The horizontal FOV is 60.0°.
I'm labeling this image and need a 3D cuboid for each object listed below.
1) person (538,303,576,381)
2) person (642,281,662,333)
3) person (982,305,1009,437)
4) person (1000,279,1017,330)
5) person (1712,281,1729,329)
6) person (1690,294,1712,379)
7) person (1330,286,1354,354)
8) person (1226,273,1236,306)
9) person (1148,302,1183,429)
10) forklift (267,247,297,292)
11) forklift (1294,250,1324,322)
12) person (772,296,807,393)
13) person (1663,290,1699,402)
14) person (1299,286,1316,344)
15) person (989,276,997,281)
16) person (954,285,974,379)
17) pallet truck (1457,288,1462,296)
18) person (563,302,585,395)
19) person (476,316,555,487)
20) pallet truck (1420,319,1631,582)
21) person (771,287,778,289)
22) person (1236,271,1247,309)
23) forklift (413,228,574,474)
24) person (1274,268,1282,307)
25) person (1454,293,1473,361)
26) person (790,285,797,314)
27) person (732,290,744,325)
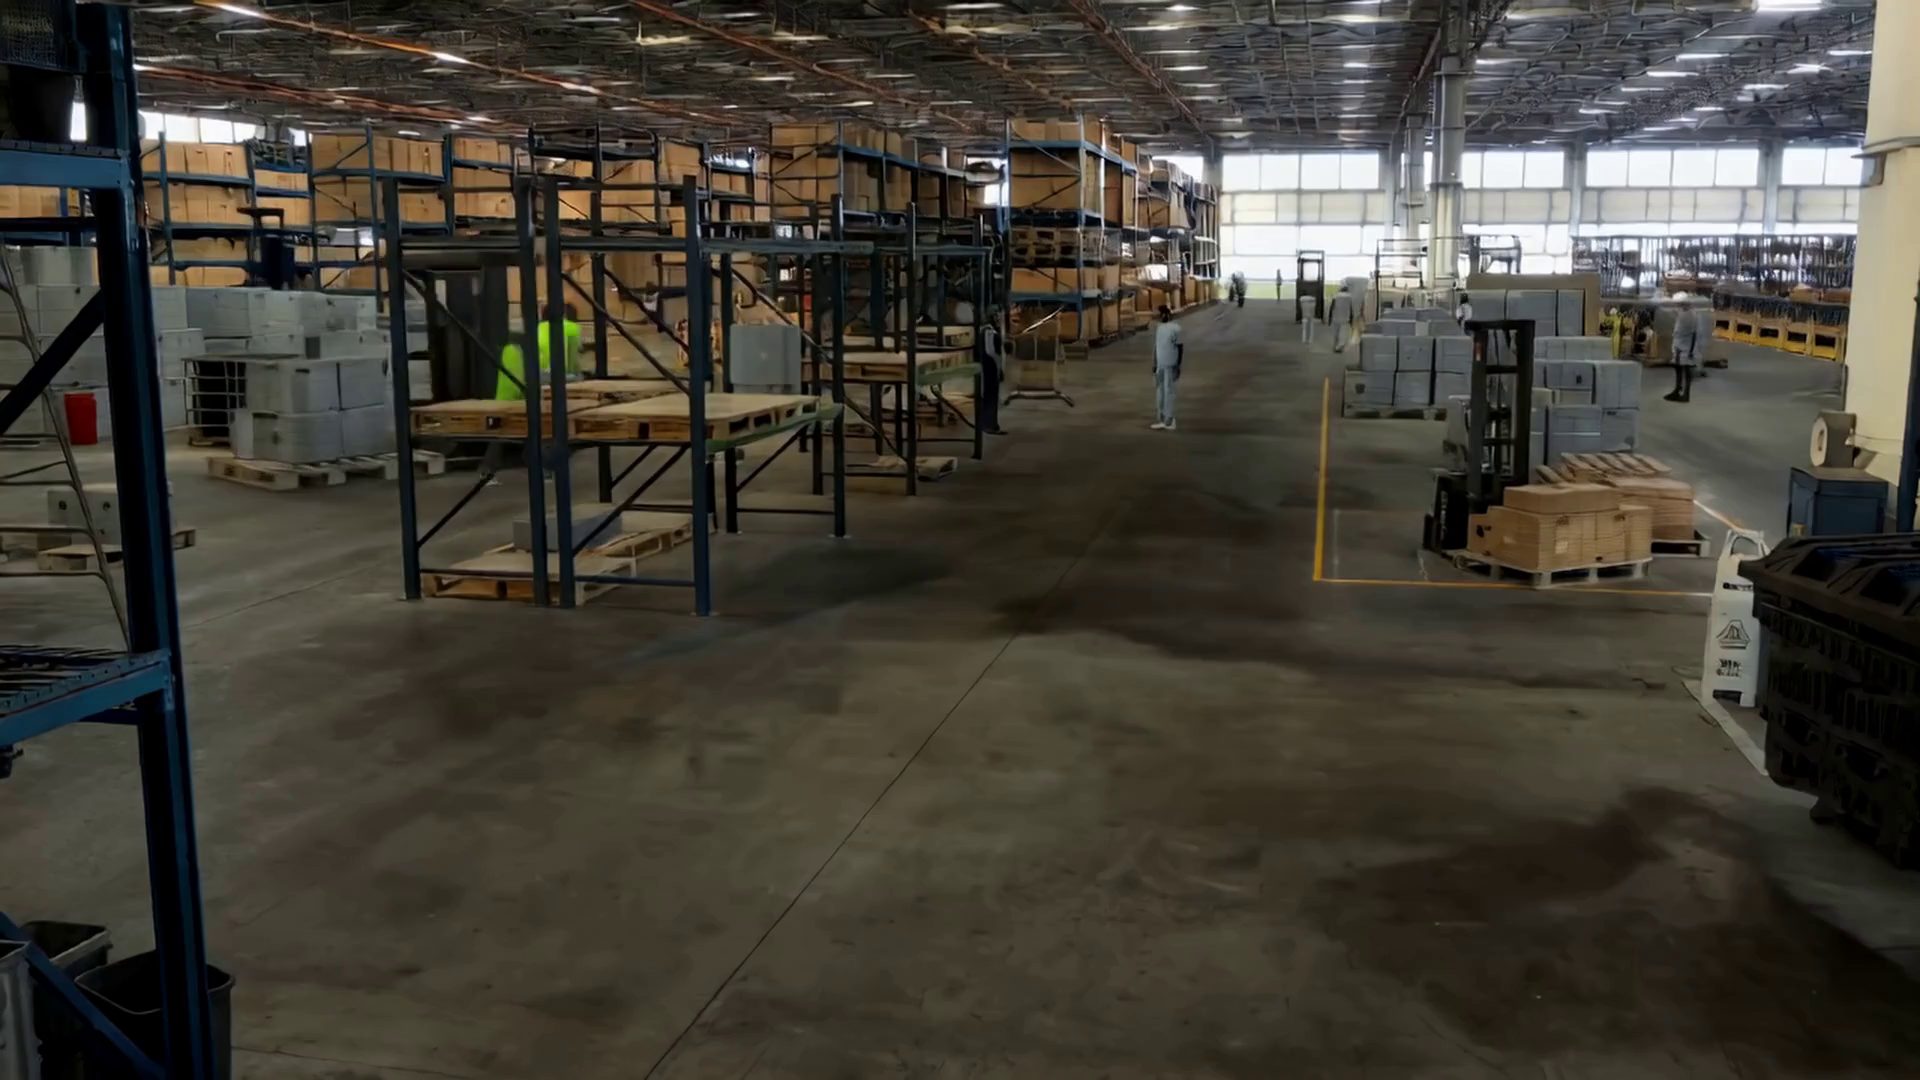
[{"bbox_3d":[-5.665,-2.364,23.134,0.646,1.888,0.966,-5,11,-28],"label":"person"},{"bbox_3d":[-8.441,-6.167,45.702,0.608,1.885,0.948,4,10,21],"label":"person"},{"bbox_3d":[0.448,-2.353,23.222,0.349,1.838,0.505,-4,11,-24],"label":"person"},{"bbox_3d":[1.728,-8.254,58.324,0.636,1.783,0.978,-5,11,-25],"label":"person"},{"bbox_3d":[25.818,-7.918,56.464,0.833,1.736,0.525,-3,10,-16],"label":"person"},{"bbox_3d":[15.381,-4.216,34.526,0.800,1.733,0.547,-9,13,-43],"label":"person"},{"bbox_3d":[10.042,-5.792,43.776,0.602,1.769,0.959,1,10,5],"label":"person"},{"bbox_3d":[14.420,-13.322,88.420,0.524,1.759,0.337,3,10,17],"label":"person"},{"bbox_3d":[3.022,-2.552,24.326,0.329,1.865,0.516,-9,13,-42],"label":"person"},{"bbox_3d":[-20.325,-7.405,50.056,1.873,2.768,1.129,2,10,12],"label":"forklift"},{"bbox_3d":[13.778,-10.002,65.433,1.129,2.768,1.873,2,10,12],"label":"forklift"},{"bbox_3d":[-2.876,-3.158,27.903,0.624,1.875,0.946,3,10,16],"label":"person"},{"bbox_3d":[12.578,-3.372,28.958,0.360,1.939,0.543,-3,10,-15],"label":"person"},{"bbox_3d":[10.149,-6.565,48.571,0.536,1.700,0.318,-3,10,-18],"label":"person"},{"bbox_3d":[1.598,-11.494,77.051,0.356,1.938,0.638,-6,11,-30],"label":"person"},{"bbox_3d":[0.163,-4.274,34.253,0.612,1.947,0.452,9,13,42],"label":"person"},{"bbox_3d":[20.506,-9.785,68.819,0.653,1.274,1.630,2,10,12],"label":"pallet truck"},{"bbox_3d":[-5.870,-2.610,24.720,0.931,1.846,0.585,1,10,7],"label":"person"},{"bbox_3d":[-4.804,-1.486,18.014,1.015,1.868,0.625,1,10,7],"label":"person"},{"bbox_3d":[4.543,-0.757,13.299,0.823,1.965,1.885,-4,10,-22],"label":"pallet truck"},{"bbox_3d":[-7.052,-9.230,63.443,0.679,2.010,0.653,7,12,35],"label":"person"},{"bbox_3d":[14.158,-12.612,83.770,0.549,1.913,0.798,2,10,10],"label":"person"},{"bbox_3d":[-5.677,-2.287,19.750,1.129,2.768,1.873,8,12,39],"label":"forklift"},{"bbox_3d":[16.674,-13.222,87.117,0.390,1.995,0.613,1,10,8],"label":"person"},{"bbox_3d":[12.253,-5.176,40.472,0.534,1.661,0.843,-9,13,-41],"label":"person"},{"bbox_3d":[-5.343,-7.367,53.513,0.268,1.632,0.507,-9,13,-43],"label":"person"},{"bbox_3d":[-4.440,-4.064,33.255,0.333,1.873,0.520,-3,10,-16],"label":"person"}]
